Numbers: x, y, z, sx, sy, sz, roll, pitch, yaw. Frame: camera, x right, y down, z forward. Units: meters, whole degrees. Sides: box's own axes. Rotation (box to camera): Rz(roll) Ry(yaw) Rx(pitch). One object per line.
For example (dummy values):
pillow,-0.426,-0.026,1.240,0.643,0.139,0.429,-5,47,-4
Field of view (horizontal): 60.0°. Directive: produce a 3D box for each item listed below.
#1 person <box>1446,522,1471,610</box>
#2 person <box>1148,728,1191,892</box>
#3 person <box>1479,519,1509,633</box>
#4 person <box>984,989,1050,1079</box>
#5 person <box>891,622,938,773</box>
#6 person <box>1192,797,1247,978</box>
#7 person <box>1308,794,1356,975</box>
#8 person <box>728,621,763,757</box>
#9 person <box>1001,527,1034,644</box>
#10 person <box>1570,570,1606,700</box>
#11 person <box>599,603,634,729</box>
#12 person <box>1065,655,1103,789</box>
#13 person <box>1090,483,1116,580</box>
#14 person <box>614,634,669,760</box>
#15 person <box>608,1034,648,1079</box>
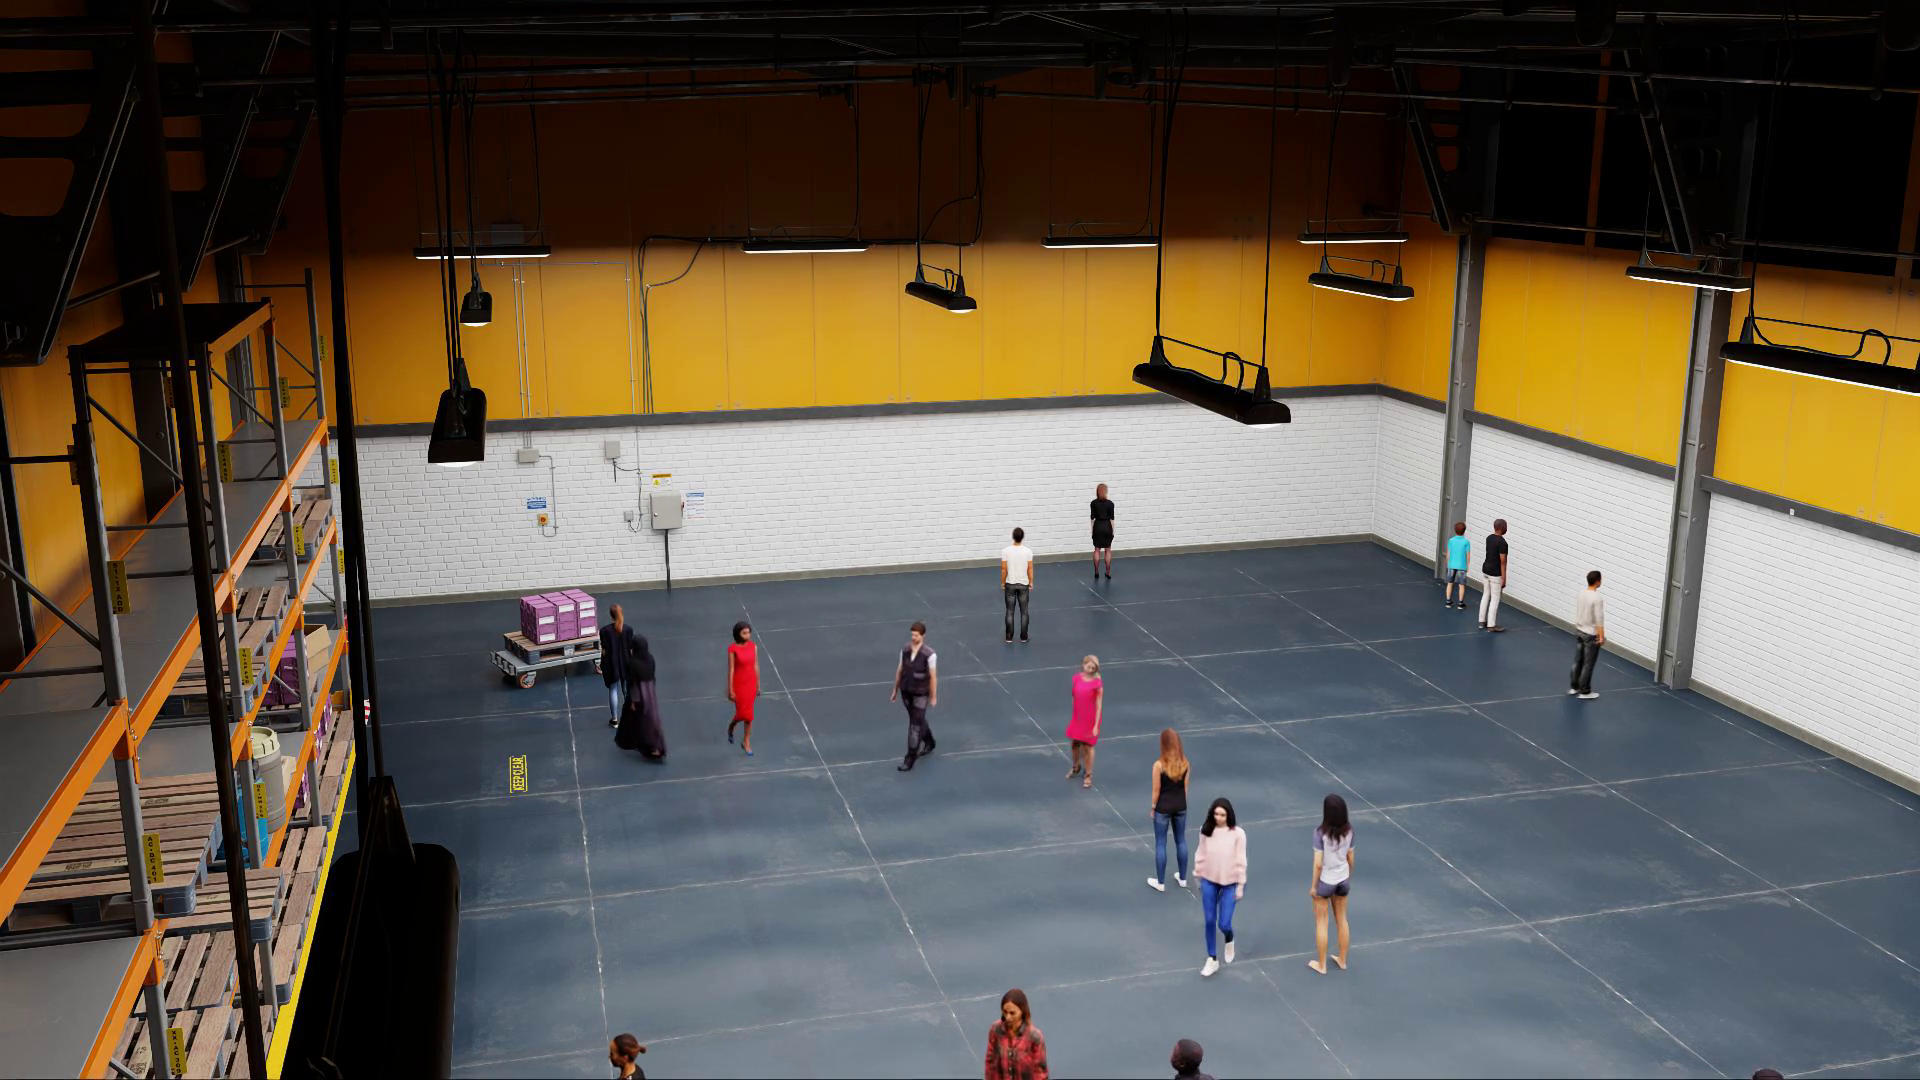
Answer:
person,8.237,0.407,27.519,0.592,1.450,0.659,9,16,31
person,2.167,2.774,17.167,0.612,1.721,0.532,-5,15,-21
person,8.417,0.540,26.221,0.701,1.804,0.517,-4,14,-16
person,0.475,4.008,12.151,0.745,1.683,0.810,8,16,31
person,-0.495,1.895,20.619,1.174,1.806,1.168,10,17,35
person,2.448,3.180,15.424,0.842,1.754,0.901,8,16,30
person,3.452,3.183,15.456,0.596,1.732,0.500,-5,14,-18
person,-2.772,1.854,20.947,0.736,1.732,0.824,-12,18,-40
person,0.872,0.683,25.629,0.695,1.804,0.624,0,14,0
person,8.704,1.297,23.082,0.706,1.809,0.462,-4,14,-15
person,-4.503,1.643,21.928,0.628,1.679,0.555,-4,14,-17
person,1.502,2.143,19.847,0.873,1.687,0.794,-12,18,-40
person,2.511,-0.157,29.313,0.662,1.703,0.670,4,14,16
person,-3.927,1.966,20.750,1.202,1.605,1.005,12,18,41
person,-2.243,4.175,11.496,0.656,1.668,0.472,-2,14,-10
